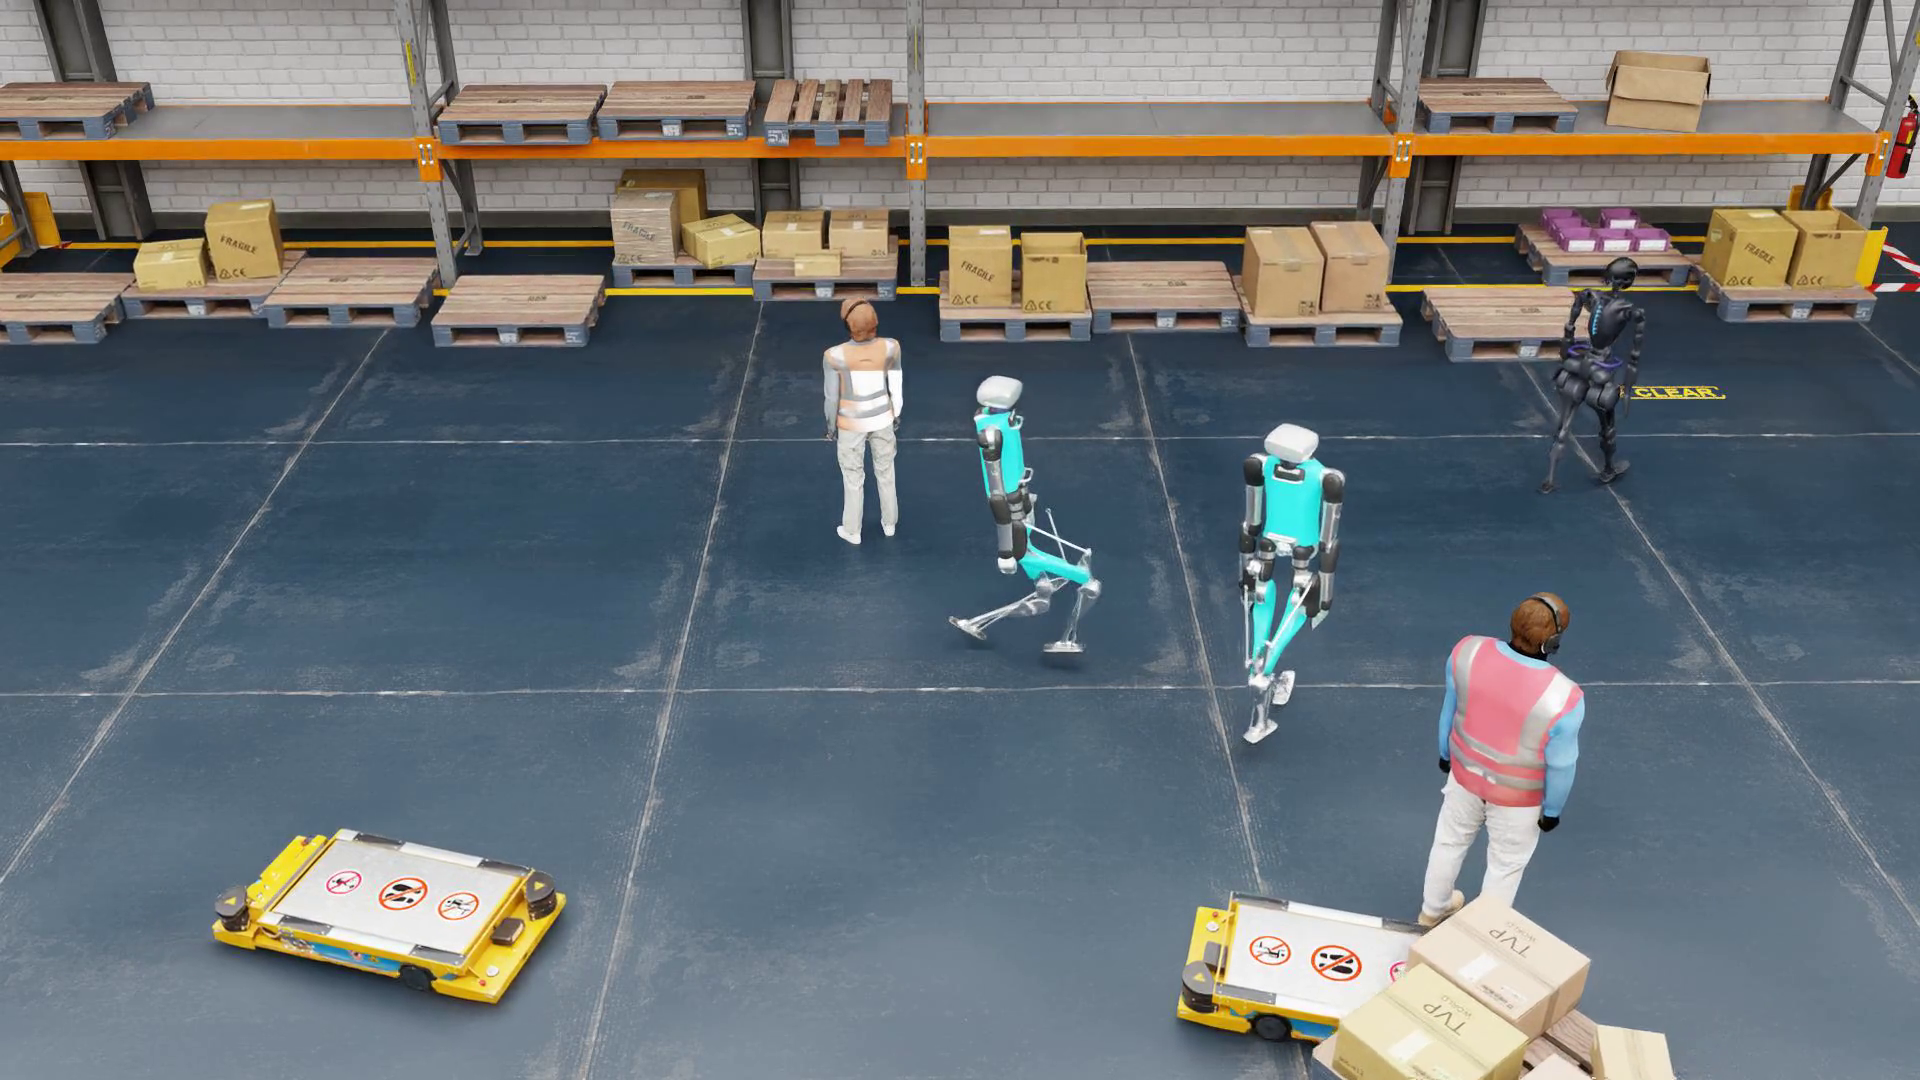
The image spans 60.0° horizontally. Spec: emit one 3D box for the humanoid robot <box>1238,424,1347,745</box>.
[{"bbox_3d":[1.582,0.297,8.474,0.577,1.731,0.978,18,36,28],"label":"humanoid robot"}]

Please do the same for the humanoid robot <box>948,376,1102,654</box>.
[{"bbox_3d":[0.433,-0.056,9.085,1.035,1.729,0.547,5,31,9],"label":"humanoid robot"}]

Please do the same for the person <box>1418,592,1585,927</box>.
[{"bbox_3d":[2.345,1.022,7.197,0.431,1.837,0.630,-26,40,-36],"label":"person"}]

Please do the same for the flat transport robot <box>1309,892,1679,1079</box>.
[{"bbox_3d":[2.121,2.351,6.497,1.431,0.231,0.659,-22,38,-32],"label":"flat transport robot"}]

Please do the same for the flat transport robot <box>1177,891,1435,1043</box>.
[{"bbox_3d":[1.704,1.923,7.210,1.431,0.231,0.659,8,32,13],"label":"flat transport robot"}]

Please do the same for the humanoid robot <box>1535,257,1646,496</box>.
[{"bbox_3d":[4.178,-1.095,10.894,0.724,1.634,0.604,-22,37,-32],"label":"humanoid robot"}]

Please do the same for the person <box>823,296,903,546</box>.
[{"bbox_3d":[-0.589,-0.725,10.280,0.513,1.644,0.306,-12,33,-20],"label":"person"}]

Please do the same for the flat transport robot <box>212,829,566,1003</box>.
[{"bbox_3d":[-2.604,1.688,7.601,1.431,0.231,0.659,8,32,14],"label":"flat transport robot"}]
